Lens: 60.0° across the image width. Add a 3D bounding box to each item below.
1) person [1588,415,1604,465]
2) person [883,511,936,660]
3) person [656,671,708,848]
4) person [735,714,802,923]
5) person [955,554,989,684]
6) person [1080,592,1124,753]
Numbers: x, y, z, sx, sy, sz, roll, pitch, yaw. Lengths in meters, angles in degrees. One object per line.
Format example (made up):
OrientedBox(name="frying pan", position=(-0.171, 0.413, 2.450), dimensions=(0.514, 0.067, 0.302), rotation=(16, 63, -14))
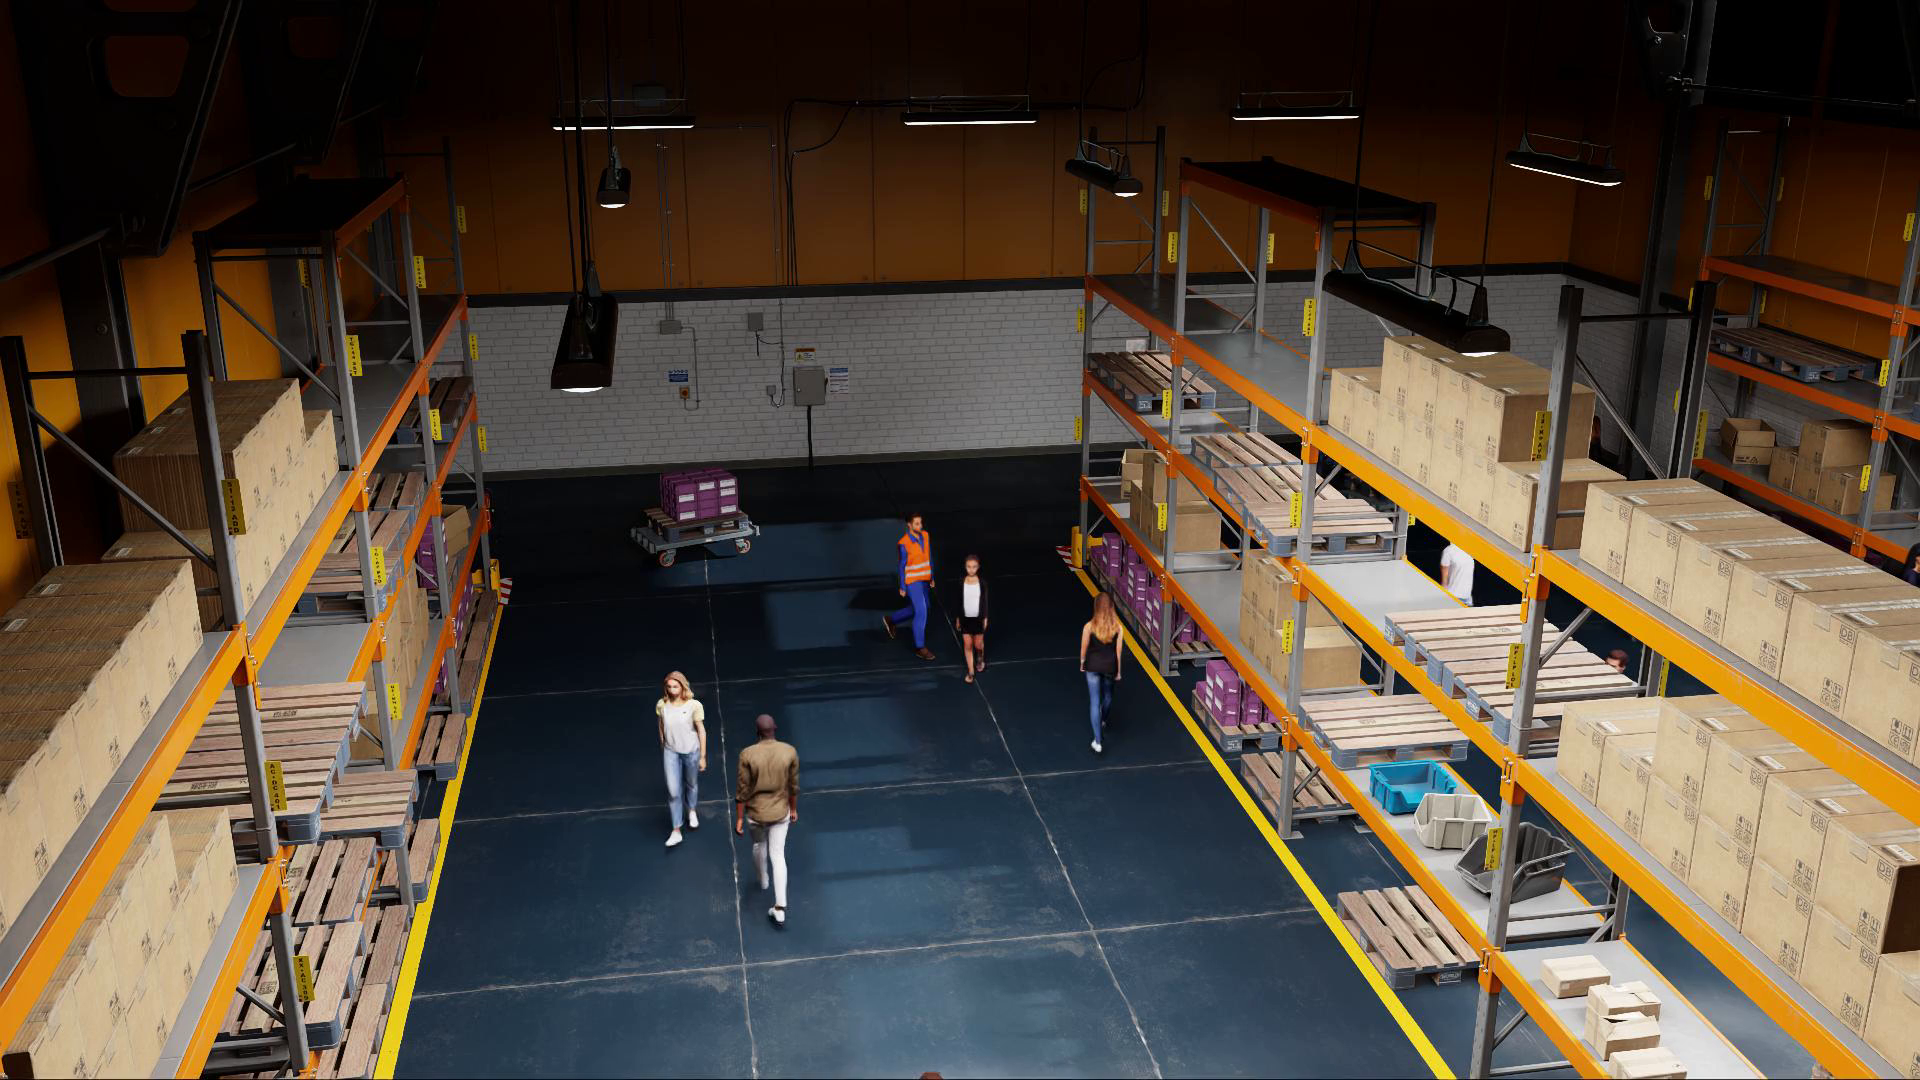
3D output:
OrientedBox(name="person", position=(9.311, -1.019, 24.779), dimensions=(0.674, 1.711, 0.500), rotation=(-5, 19, -16))
OrientedBox(name="person", position=(-0.599, 0.511, 20.039), dimensions=(1.139, 1.837, 1.090), rotation=(13, 22, 33))
OrientedBox(name="person", position=(-2.625, 1.998, 15.859), dimensions=(0.785, 1.687, 1.036), rotation=(-1, 19, -2))
OrientedBox(name="person", position=(-1.645, 2.447, 14.414), dimensions=(0.786, 1.758, 1.161), rotation=(-5, 19, -15))
OrientedBox(name="person", position=(0.145, 0.880, 19.405), dimensions=(0.642, 1.542, 0.756), rotation=(3, 19, 8))
OrientedBox(name="person", position=(1.502, 1.426, 17.581), dimensions=(0.645, 1.672, 1.124), rotation=(-2, 19, -5))
